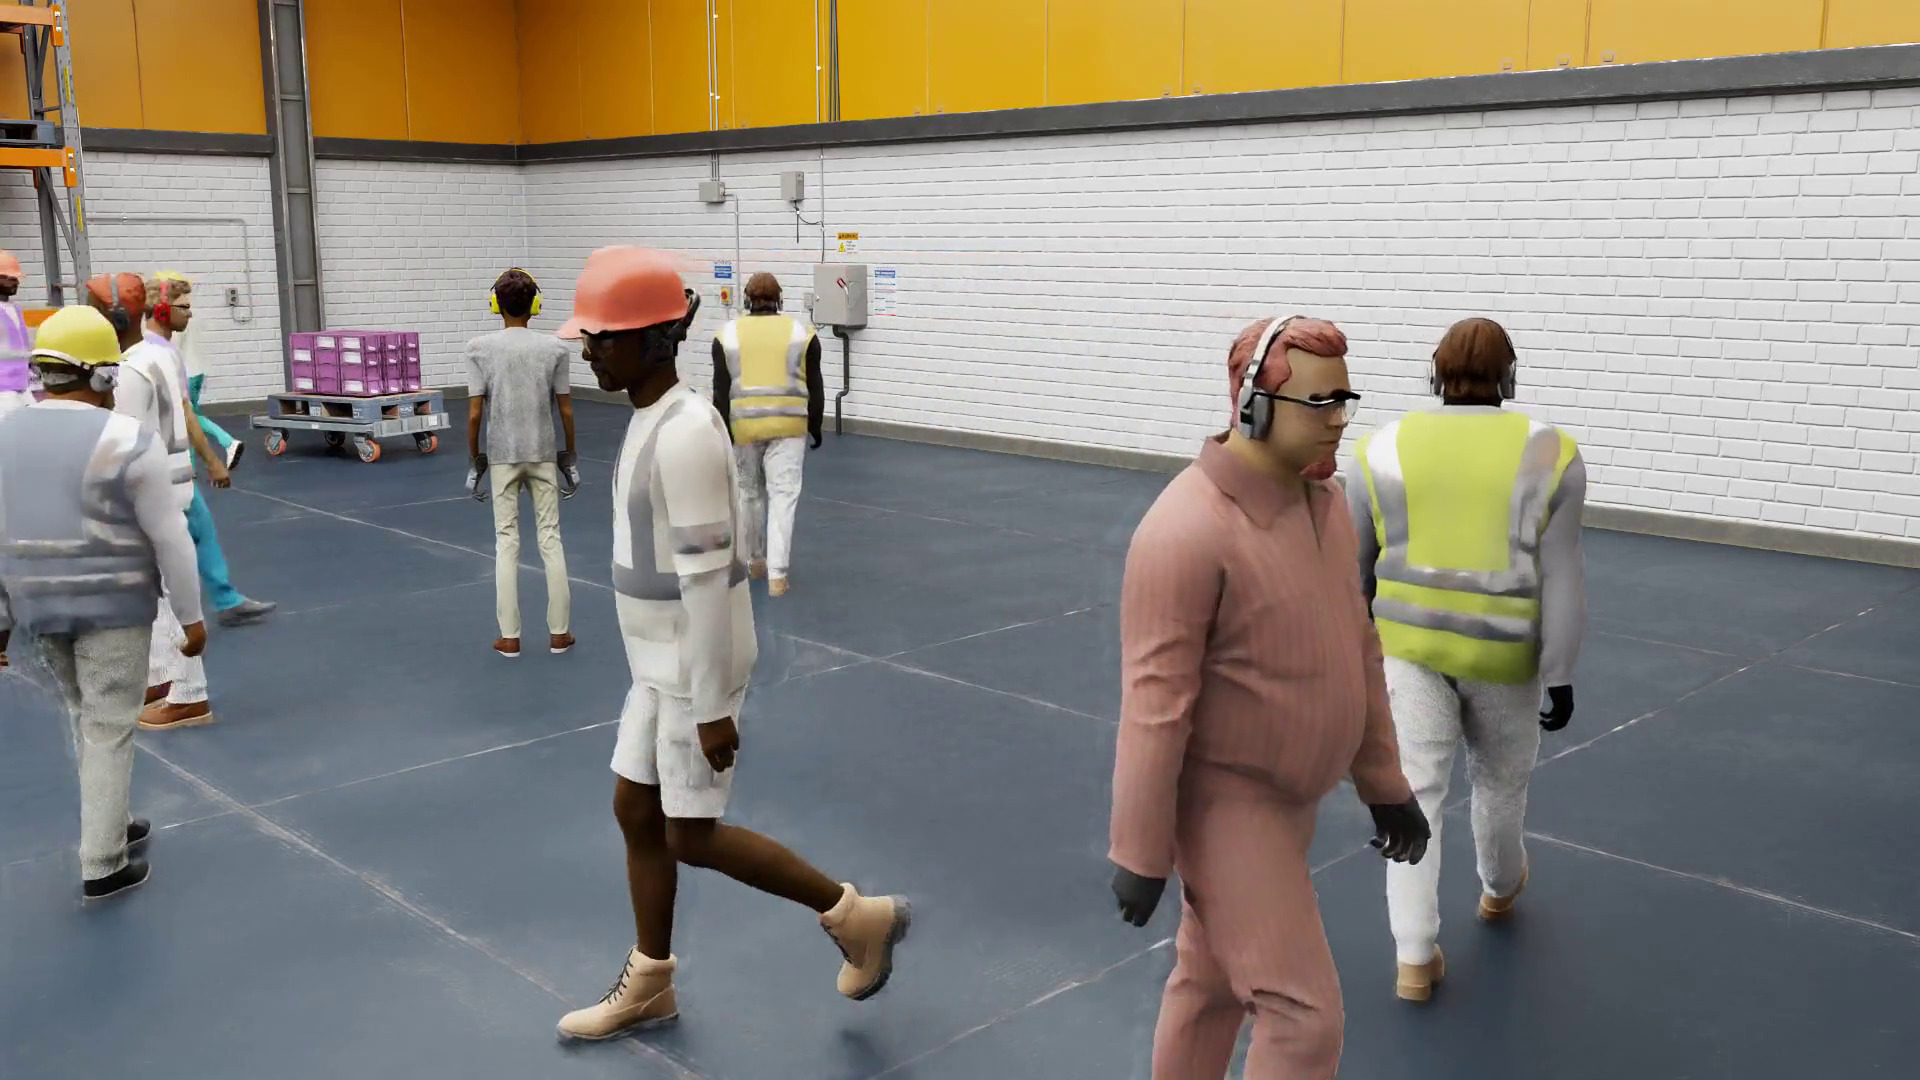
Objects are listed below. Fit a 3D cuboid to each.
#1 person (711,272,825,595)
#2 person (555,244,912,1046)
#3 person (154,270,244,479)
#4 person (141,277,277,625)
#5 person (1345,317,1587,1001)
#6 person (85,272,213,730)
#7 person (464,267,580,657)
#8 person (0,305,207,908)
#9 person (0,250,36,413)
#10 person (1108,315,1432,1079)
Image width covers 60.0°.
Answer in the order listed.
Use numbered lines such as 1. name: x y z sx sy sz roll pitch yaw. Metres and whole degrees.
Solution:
1. person: -1.088 -0.627 9.602 0.616 1.803 0.856 0 10 -1
2. person: -0.590 0.282 4.111 0.791 2.011 0.650 -3 11 -17
3. person: -6.341 -1.355 13.753 0.566 1.748 0.532 -1 10 -6
4. person: -3.868 -0.395 8.322 0.875 1.805 0.558 -6 12 -30
5. person: 1.392 0.288 4.626 0.661 1.794 0.935 5 11 24
6. person: -3.352 -0.134 6.718 0.555 1.868 0.591 -4 11 -18
7. person: -2.112 -0.369 8.022 0.539 1.869 0.313 -3 11 -18
8. person: -2.639 0.184 5.174 0.620 1.805 0.703 1 10 5
9. person: -6.952 -1.124 12.023 0.654 1.922 0.546 0 10 -2
10. person: 0.637 0.523 3.153 0.744 1.877 0.640 6 12 32
